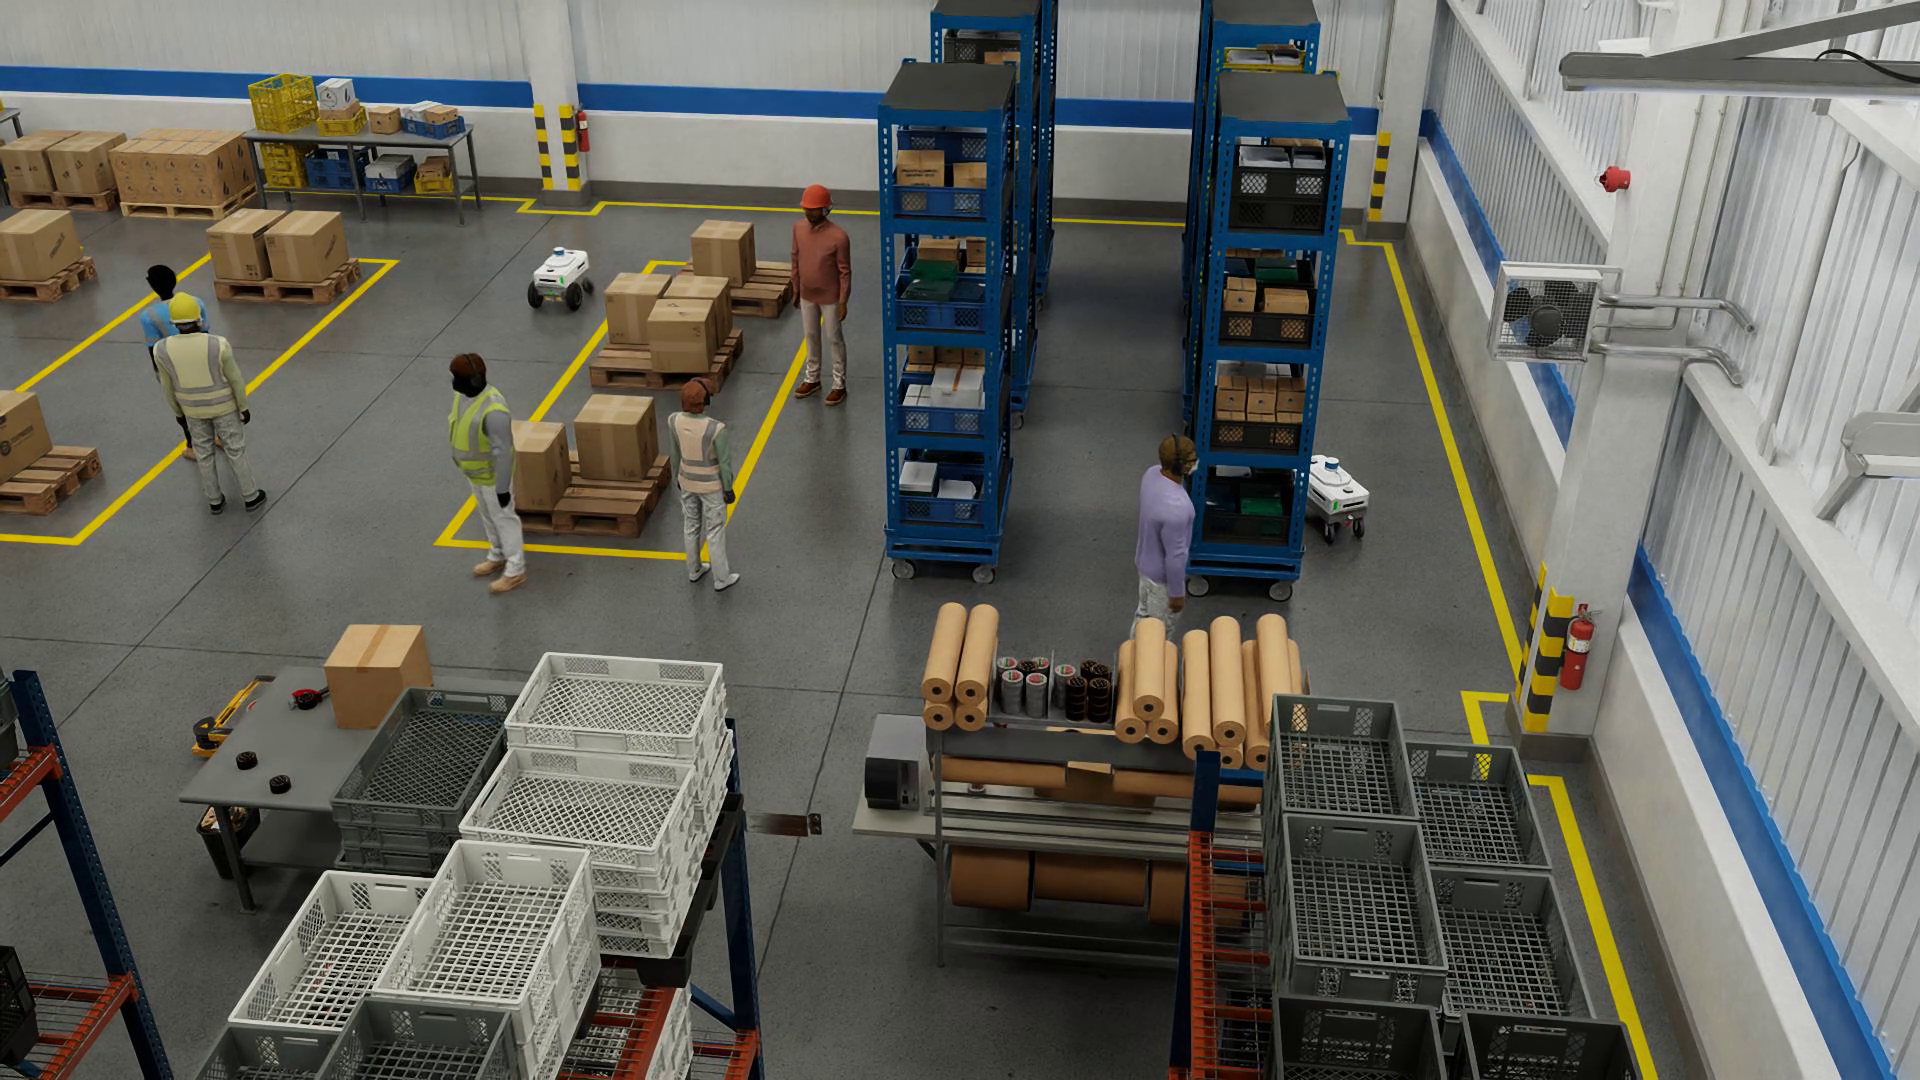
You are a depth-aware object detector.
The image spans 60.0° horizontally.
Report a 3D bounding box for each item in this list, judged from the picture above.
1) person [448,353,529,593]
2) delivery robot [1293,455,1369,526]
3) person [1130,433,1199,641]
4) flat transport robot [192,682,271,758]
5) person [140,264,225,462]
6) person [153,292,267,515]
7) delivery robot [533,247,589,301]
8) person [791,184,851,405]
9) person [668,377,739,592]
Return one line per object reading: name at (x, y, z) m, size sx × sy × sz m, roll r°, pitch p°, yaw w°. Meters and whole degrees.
person at (-3.403, -0.498, 11.955) m, size 0.430 × 1.840 × 0.625 m, roll -21°, pitch 36°, yaw -32°
delivery robot at (2.879, -0.409, 12.979) m, size 0.477 × 0.478 × 0.707 m, roll -11°, pitch 32°, yaw -18°
person at (1.308, 0.196, 10.665) m, size 0.379 × 1.940 × 0.629 m, roll -5°, pitch 31°, yaw -8°
flat transport robot at (-4.089, 1.163, 10.648) m, size 1.431 × 0.197 × 0.652 m, roll 3°, pitch 30°, yaw 6°
person at (-6.415, -1.461, 13.758) m, size 0.319 × 1.689 × 0.534 m, roll 26°, pitch 39°, yaw 37°
person at (-5.824, -1.053, 12.910) m, size 0.590 × 1.837 × 0.404 m, roll -5°, pitch 31°, yaw -8°
delivery robot at (-4.075, -2.751, 17.002) m, size 0.477 × 0.478 × 0.707 m, roll 5°, pitch 31°, yaw 9°
person at (-1.233, -2.172, 14.674) m, size 0.612 × 1.997 × 0.375 m, roll 17°, pitch 34°, yaw 26°
person at (-1.851, -0.397, 11.985) m, size 0.514 × 1.634 × 0.313 m, roll 16°, pitch 34°, yaw 25°
